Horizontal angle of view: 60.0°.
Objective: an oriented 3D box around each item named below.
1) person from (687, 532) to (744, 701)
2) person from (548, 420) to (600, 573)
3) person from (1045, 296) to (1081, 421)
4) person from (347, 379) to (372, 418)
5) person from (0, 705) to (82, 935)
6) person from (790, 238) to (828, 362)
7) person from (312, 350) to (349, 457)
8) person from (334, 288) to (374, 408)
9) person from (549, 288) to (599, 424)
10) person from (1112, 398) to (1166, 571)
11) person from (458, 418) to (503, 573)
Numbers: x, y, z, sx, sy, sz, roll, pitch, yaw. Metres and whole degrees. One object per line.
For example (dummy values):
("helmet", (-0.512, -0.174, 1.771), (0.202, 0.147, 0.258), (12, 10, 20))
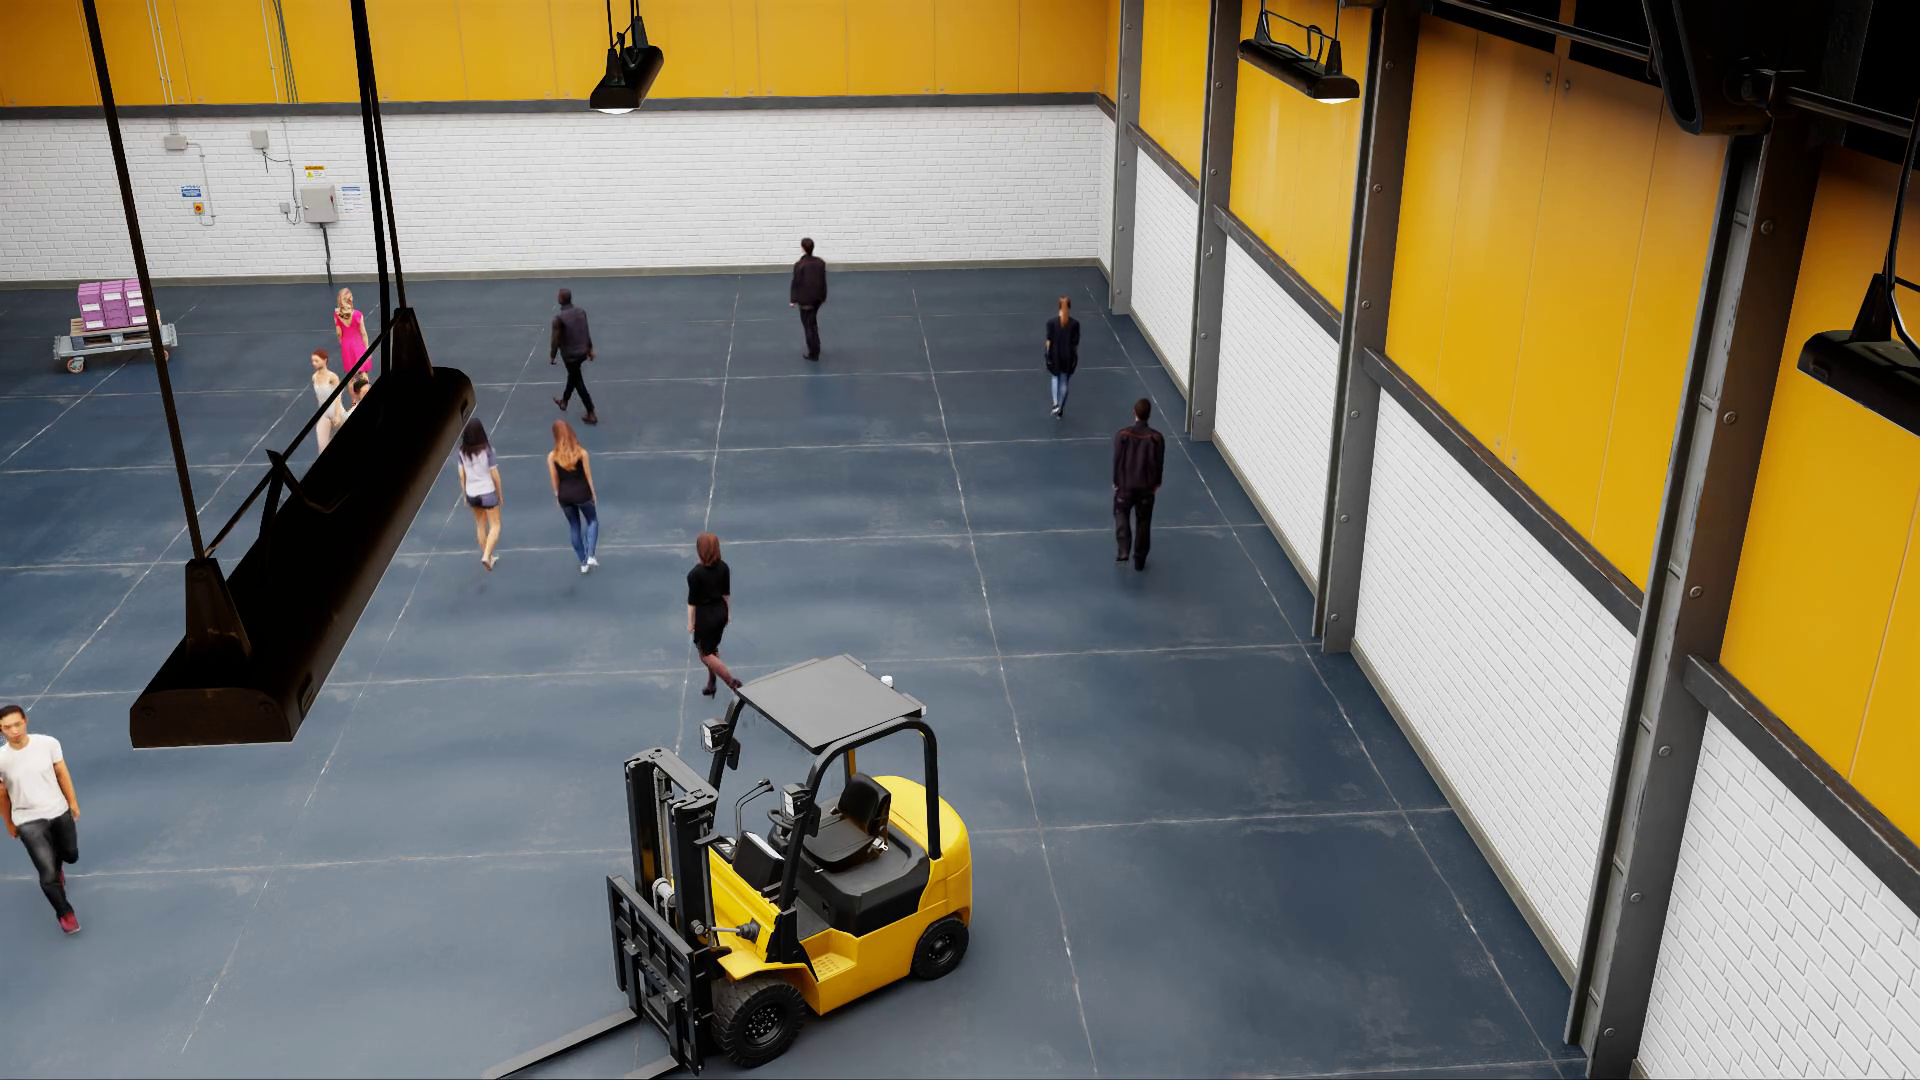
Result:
("person", (-2.190, 0.756, 14.914), (1.009, 1.685, 0.933), (21, 31, 39))
("person", (-4.080, -0.409, 17.573), (0.627, 1.691, 0.643), (0, 24, 1))
("person", (1.359, -2.401, 22.153), (0.695, 1.671, 0.728), (3, 24, 6))
("person", (-6.657, -0.974, 18.741), (1.067, 1.789, 1.123), (10, 26, 22))
("person", (-6.664, 1.961, 12.040), (1.013, 1.780, 1.104), (-21, 31, -40))
("person", (-2.162, -3.528, 24.540), (0.916, 1.825, 0.862), (19, 30, 37))
("person", (-7.581, -1.531, 20.252), (0.763, 1.601, 1.147), (5, 24, 11))
("person", (-8.182, -2.560, 22.446), (0.610, 1.728, 0.596), (3, 24, 6))
("person", (-5.056, -2.402, 22.011), (1.211, 1.788, 1.200), (16, 28, 32))
("person", (1.867, -0.549, 17.633), (0.764, 1.899, 0.775), (3, 24, 6))
("person", (-5.082, -0.440, 17.606), (0.683, 1.721, 0.914), (2, 24, 5))
